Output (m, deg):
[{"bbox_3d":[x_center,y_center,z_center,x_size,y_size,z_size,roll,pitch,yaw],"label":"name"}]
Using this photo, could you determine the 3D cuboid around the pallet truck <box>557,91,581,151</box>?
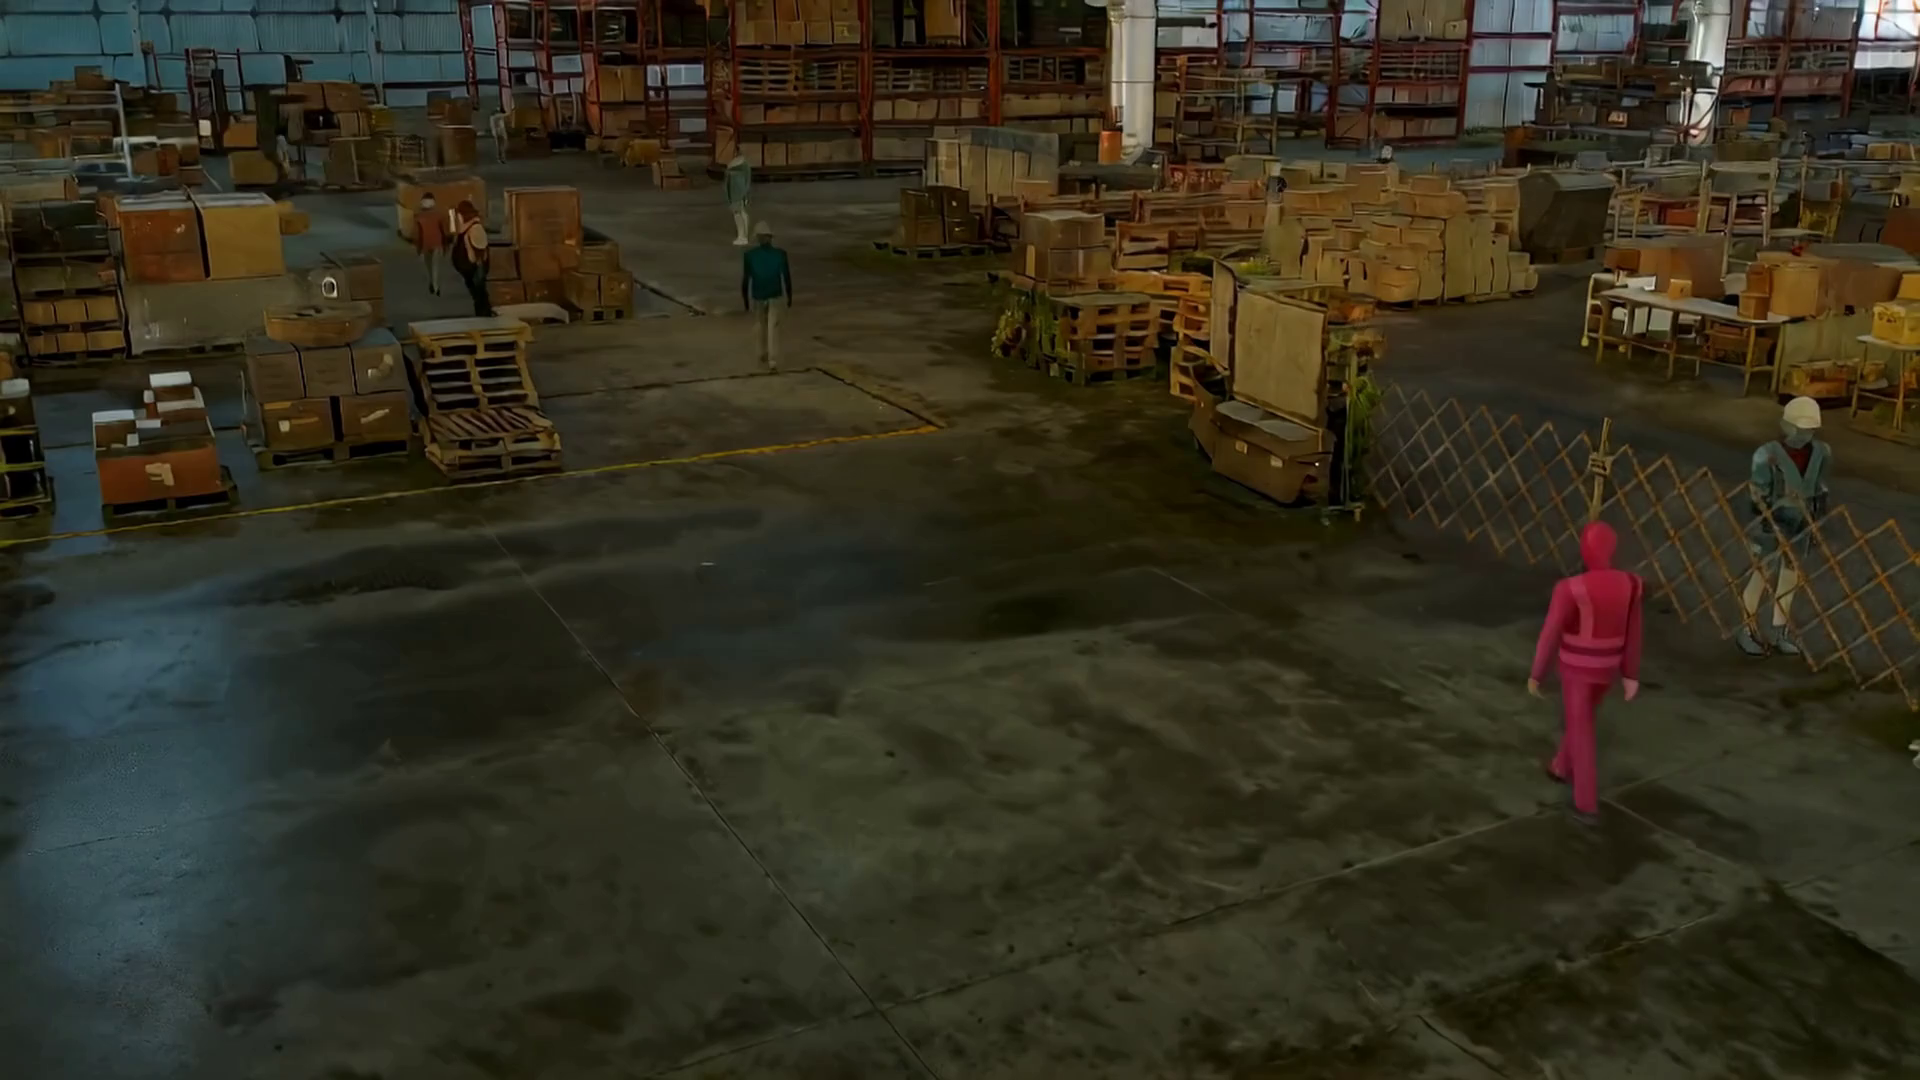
[{"bbox_3d":[-13.495,-14.412,57.188,0.823,1.965,1.885,-3,18,-9],"label":"pallet truck"}]

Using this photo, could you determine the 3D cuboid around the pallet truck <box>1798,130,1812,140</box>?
[{"bbox_3d":[25.526,-11.556,49.408,1.630,1.274,0.653,-9,20,-26],"label":"pallet truck"}]

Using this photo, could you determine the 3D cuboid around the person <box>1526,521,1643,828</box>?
[{"bbox_3d":[3.726,0.758,10.120,0.612,1.852,0.854,-5,18,-15],"label":"person"}]

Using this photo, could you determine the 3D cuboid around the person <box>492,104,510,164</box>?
[{"bbox_3d":[-14.359,-12.688,52.051,0.528,1.858,0.531,-4,18,-11],"label":"person"}]

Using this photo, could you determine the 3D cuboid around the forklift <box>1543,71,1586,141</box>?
[{"bbox_3d":[18.685,-13.231,52.085,1.873,2.768,1.129,-9,20,-26],"label":"forklift"}]

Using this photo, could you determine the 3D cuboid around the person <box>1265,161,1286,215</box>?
[{"bbox_3d":[6.665,-7.122,34.957,0.594,1.681,0.543,-8,19,-22],"label":"person"}]

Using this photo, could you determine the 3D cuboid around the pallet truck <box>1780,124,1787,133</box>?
[{"bbox_3d":[25.206,-12.542,52.601,1.601,1.201,0.680,0,18,-2],"label":"pallet truck"}]

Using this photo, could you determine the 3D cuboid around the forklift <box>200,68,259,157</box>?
[{"bbox_3d":[-24.369,-14.147,54.940,1.873,2.768,1.129,-9,20,-26],"label":"forklift"}]

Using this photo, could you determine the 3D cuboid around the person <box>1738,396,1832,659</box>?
[{"bbox_3d":[6.190,-0.086,12.478,0.606,2.038,0.393,-2,18,-6],"label":"person"}]

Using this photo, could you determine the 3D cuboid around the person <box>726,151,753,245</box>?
[{"bbox_3d":[-4.592,-7.108,34.614,0.543,1.888,0.681,-10,20,-29],"label":"person"}]

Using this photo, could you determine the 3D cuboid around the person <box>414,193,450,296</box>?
[{"bbox_3d":[-9.053,-5.081,28.549,0.537,1.710,0.931,-4,18,-12],"label":"person"}]

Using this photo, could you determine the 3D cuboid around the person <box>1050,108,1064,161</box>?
[{"bbox_3d":[2.985,-12.983,53.254,0.721,1.673,0.538,-9,20,-25],"label":"person"}]

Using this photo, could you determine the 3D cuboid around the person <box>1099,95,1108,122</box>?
[{"bbox_3d":[5.900,-17.520,67.516,0.562,1.594,0.843,-12,21,-33],"label":"person"}]

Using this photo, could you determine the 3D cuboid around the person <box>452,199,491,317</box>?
[{"bbox_3d":[-7.312,-4.071,24.880,0.535,2.000,0.687,-8,20,-24],"label":"person"}]

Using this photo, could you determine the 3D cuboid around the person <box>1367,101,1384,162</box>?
[{"bbox_3d":[13.119,-12.895,52.577,0.546,1.921,0.661,0,18,-1],"label":"person"}]

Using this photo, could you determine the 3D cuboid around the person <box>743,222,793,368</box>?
[{"bbox_3d":[-2.636,-3.395,22.919,0.638,1.949,0.961,1,18,3],"label":"person"}]

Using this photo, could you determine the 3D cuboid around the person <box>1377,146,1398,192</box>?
[{"bbox_3d":[9.498,-7.853,37.040,0.674,1.810,0.595,-9,20,-27],"label":"person"}]

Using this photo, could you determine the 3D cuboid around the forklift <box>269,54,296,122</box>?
[{"bbox_3d":[-28.361,-19.144,70.516,1.873,2.768,1.129,-9,20,-26],"label":"forklift"}]

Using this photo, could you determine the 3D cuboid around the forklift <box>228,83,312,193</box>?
[{"bbox_3d":[-18.284,-10.567,43.777,1.873,2.768,1.129,-9,20,-26],"label":"forklift"}]

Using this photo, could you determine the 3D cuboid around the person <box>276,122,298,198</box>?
[{"bbox_3d":[-17.321,-9.752,42.735,0.423,1.946,0.630,-5,19,-16],"label":"person"}]
